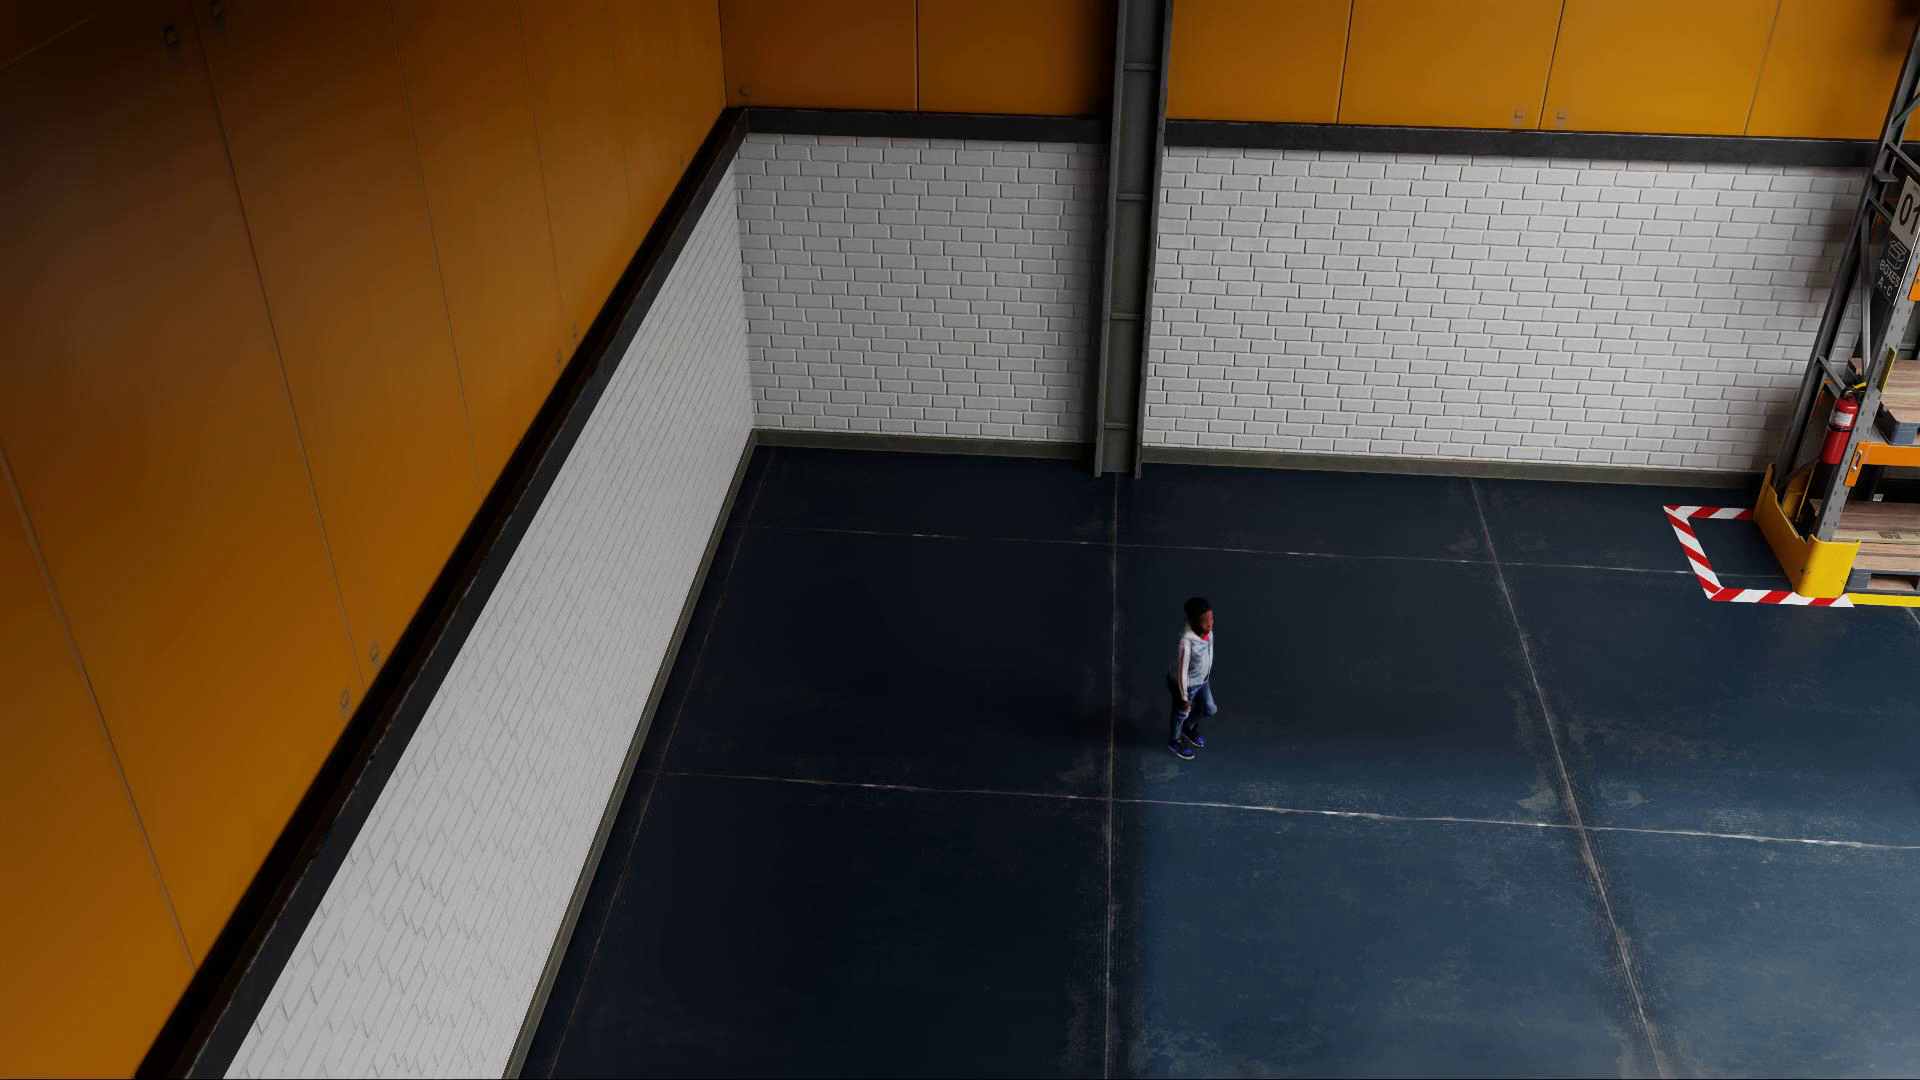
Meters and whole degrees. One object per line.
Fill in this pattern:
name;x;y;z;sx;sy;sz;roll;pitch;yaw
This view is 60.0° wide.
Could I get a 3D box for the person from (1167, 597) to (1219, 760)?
person;1.476;0.869;10.930;0.588;1.251;0.645;-27;42;-34
